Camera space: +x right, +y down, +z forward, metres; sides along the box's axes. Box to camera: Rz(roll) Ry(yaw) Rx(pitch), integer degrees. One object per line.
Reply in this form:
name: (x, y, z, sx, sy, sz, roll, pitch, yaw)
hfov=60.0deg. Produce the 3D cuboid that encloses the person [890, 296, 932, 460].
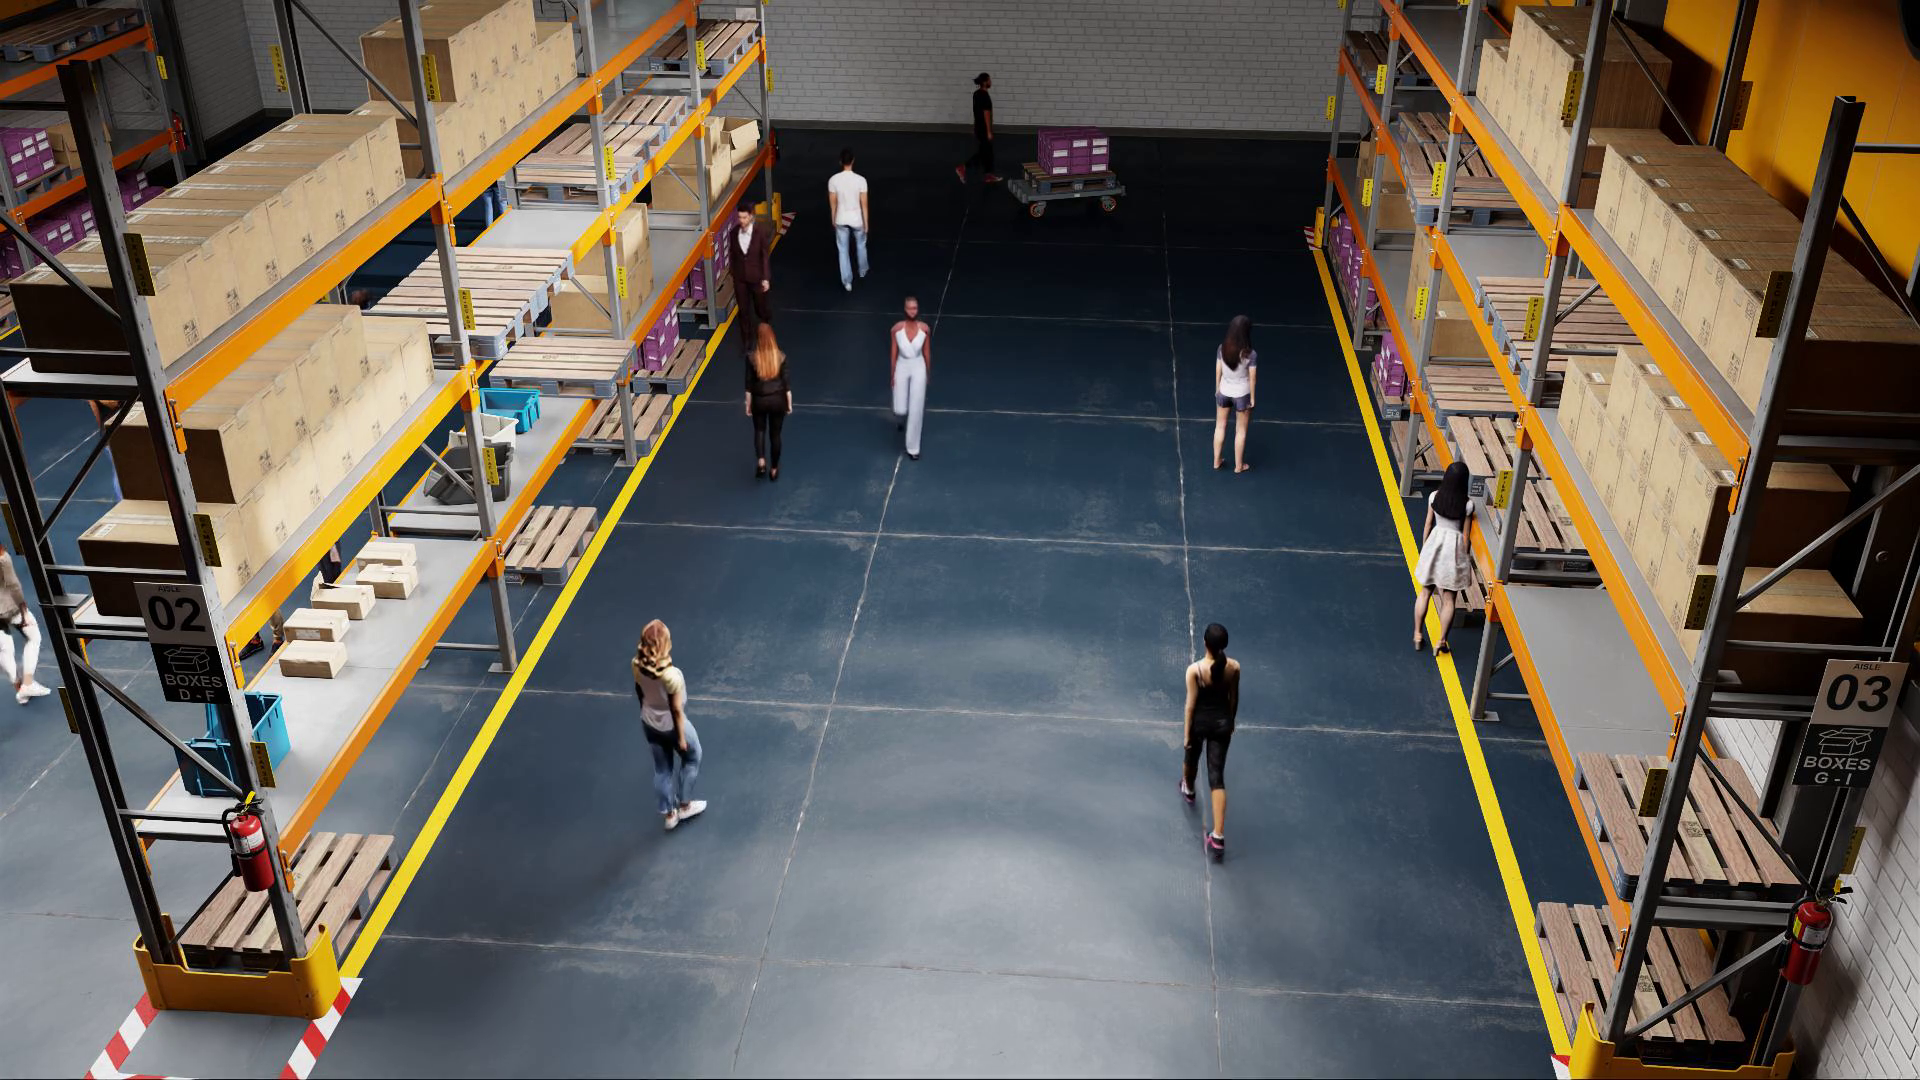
person: (-0.536, -1.747, 17.582, 0.683, 1.771, 0.836, -3, 29, -6)

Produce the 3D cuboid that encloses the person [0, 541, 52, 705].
person: (-7.732, 0.605, 13.348, 0.604, 1.696, 0.584, 1, 29, 2)

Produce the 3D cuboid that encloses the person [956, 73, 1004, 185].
person: (0.289, -6.460, 26.258, 0.913, 1.735, 1.065, -7, 29, -12)

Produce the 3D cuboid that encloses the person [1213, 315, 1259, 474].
person: (2.841, -1.524, 17.242, 0.668, 1.705, 0.658, 16, 32, 27)

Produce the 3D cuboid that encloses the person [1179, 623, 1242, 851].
person: (1.811, 1.417, 11.877, 0.765, 1.680, 1.190, -4, 29, -8)

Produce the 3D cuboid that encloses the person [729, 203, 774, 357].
person: (-2.524, -3.197, 20.165, 0.739, 1.843, 1.053, 5, 29, 10)

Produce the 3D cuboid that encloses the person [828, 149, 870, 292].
person: (-1.470, -4.194, 22.010, 0.720, 1.826, 1.046, 1, 29, 2)

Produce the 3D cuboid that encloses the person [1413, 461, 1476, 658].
person: (4.110, 0.155, 14.098, 0.777, 1.769, 0.802, 19, 34, 31)

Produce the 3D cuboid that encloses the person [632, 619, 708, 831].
person: (-2.166, 1.375, 11.916, 0.760, 1.715, 0.784, 18, 33, 29)

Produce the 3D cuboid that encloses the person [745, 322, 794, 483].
person: (-1.964, -1.354, 16.935, 0.655, 1.701, 0.686, 0, 29, 0)
